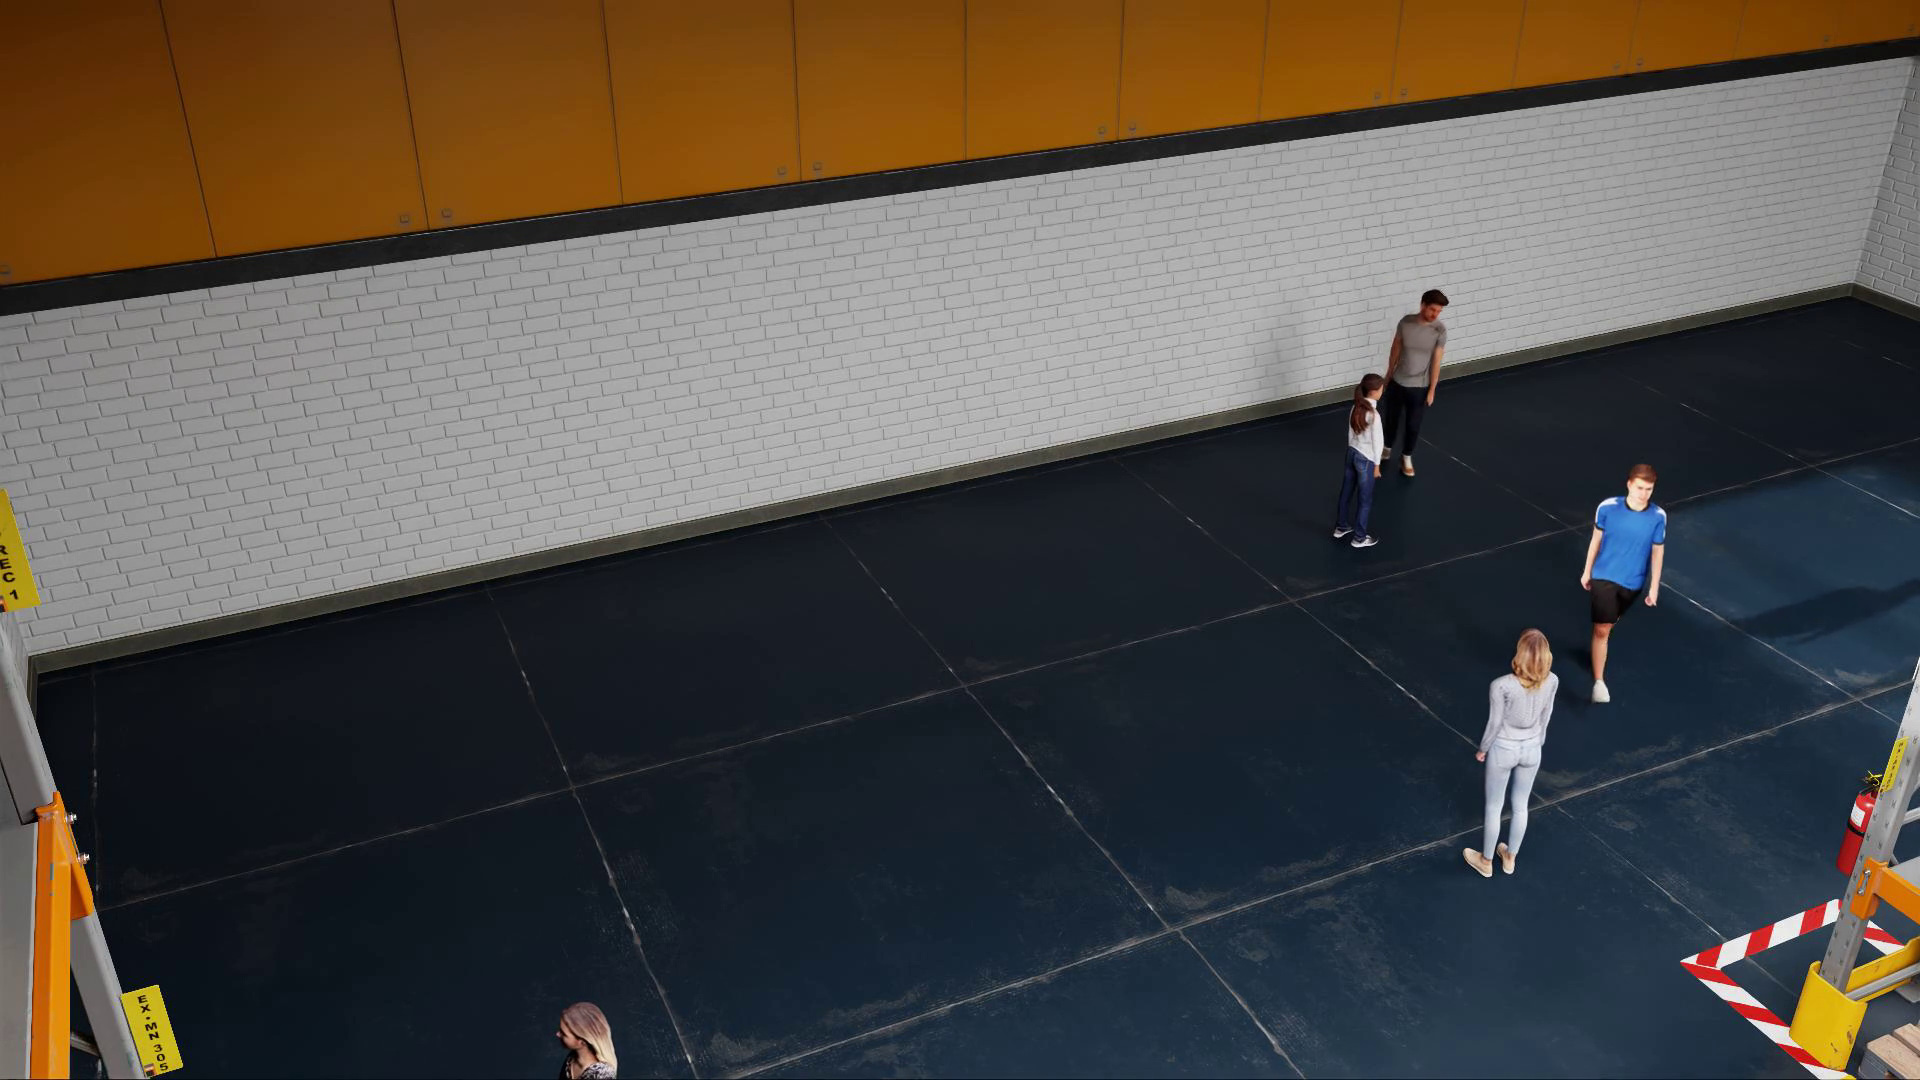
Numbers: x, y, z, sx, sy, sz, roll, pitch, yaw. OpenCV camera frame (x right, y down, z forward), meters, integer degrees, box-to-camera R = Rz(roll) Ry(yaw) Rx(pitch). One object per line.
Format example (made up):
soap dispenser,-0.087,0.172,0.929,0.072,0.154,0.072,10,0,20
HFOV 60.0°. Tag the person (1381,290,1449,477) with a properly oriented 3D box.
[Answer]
person,4.172,-1.494,15.478,1.002,1.851,0.790,-22,36,-35

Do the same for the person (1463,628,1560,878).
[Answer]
person,3.447,1.326,10.365,0.638,1.796,0.596,-5,29,-9

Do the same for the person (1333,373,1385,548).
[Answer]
person,3.452,-0.698,14.325,0.609,1.558,0.478,-16,32,-26

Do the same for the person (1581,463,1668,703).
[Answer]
person,4.880,0.239,12.335,1.181,1.819,1.329,6,29,11

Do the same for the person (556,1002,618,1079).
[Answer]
person,-1.661,2.805,7.749,0.635,1.705,0.430,-11,30,-19
